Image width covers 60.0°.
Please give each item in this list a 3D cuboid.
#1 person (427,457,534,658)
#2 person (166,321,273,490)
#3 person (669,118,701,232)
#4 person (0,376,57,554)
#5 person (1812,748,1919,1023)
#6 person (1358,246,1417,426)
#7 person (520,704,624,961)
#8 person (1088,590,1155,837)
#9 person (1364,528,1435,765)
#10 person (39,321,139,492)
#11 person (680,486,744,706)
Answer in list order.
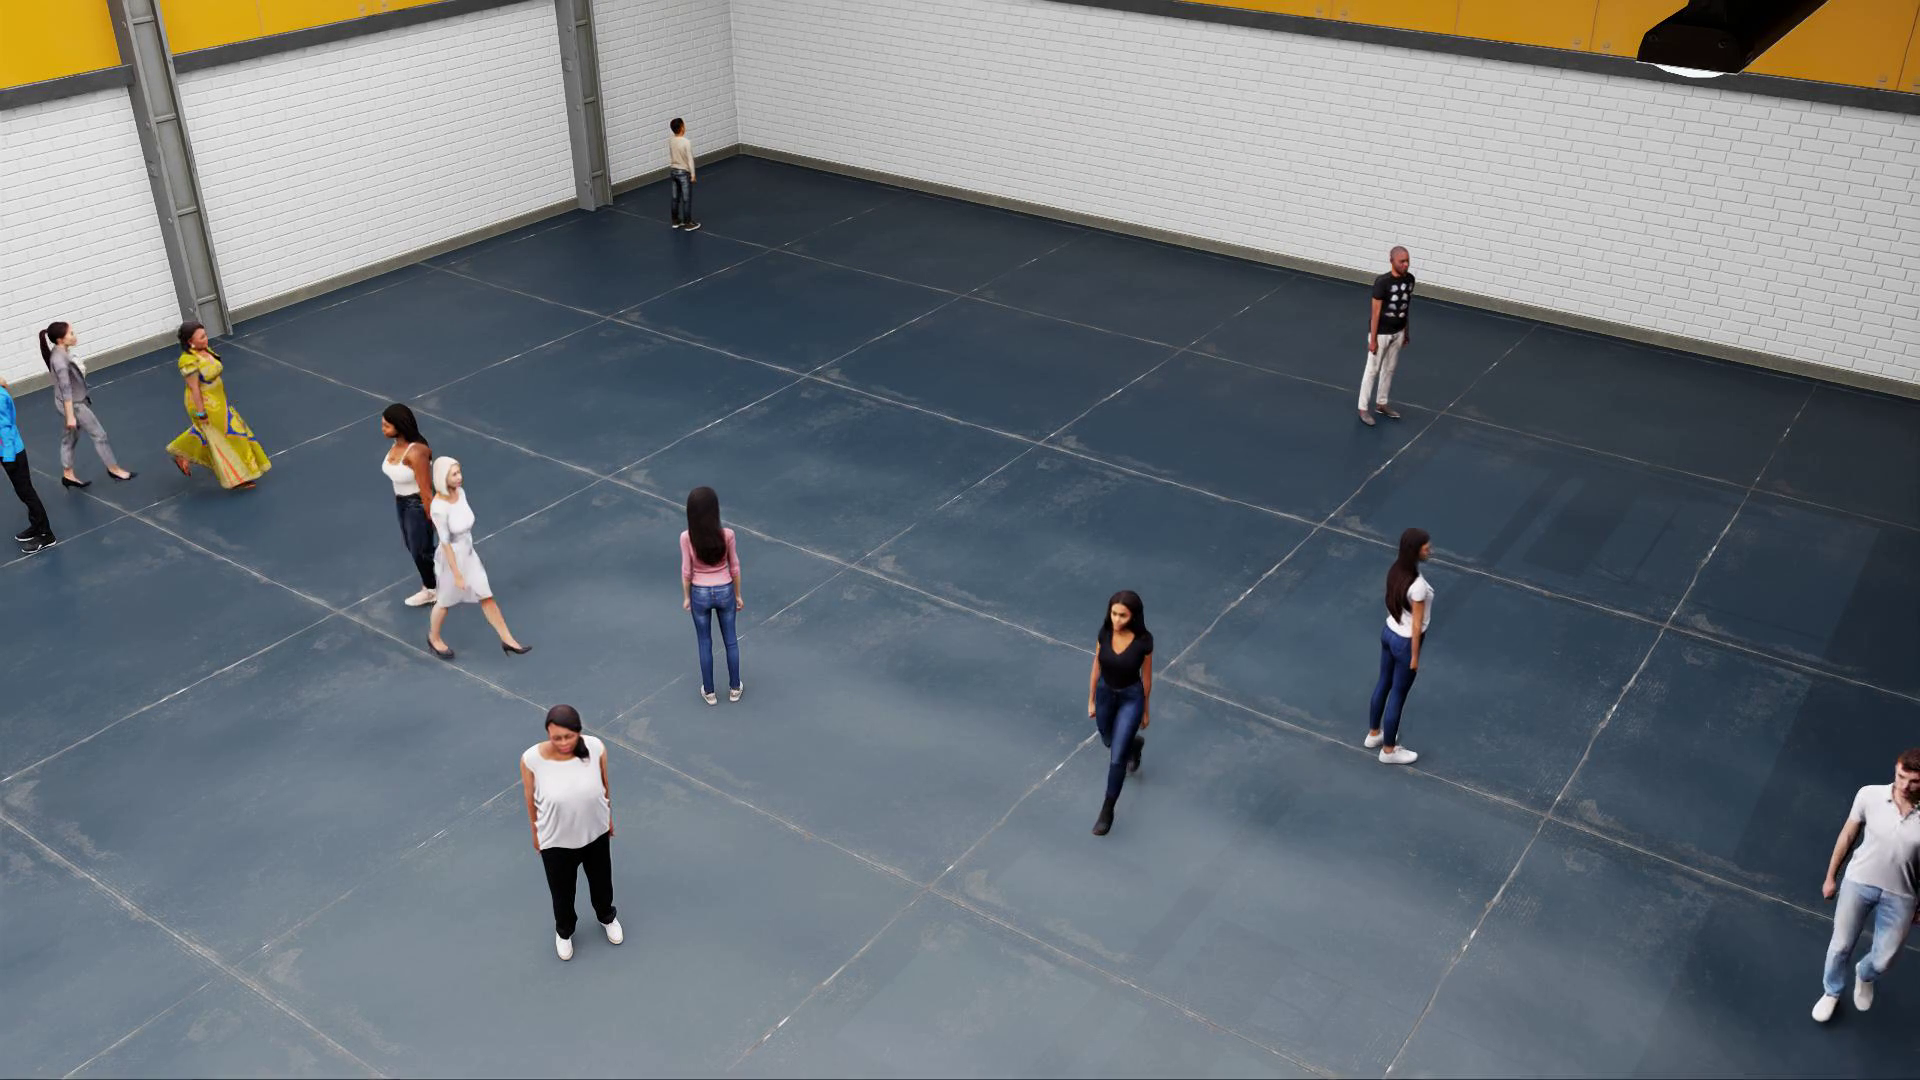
[{"bbox_3d":[-3.881,0.178,12.571,0.922,1.698,1.096,7,29,12],"label":"person"},{"bbox_3d":[-6.938,-1.211,15.179,1.272,1.638,1.246,-3,29,-5],"label":"person"},{"bbox_3d":[-3.703,-4.846,22.034,0.553,1.456,0.481,17,33,28],"label":"person"},{"bbox_3d":[-8.089,-0.748,14.165,0.640,1.797,0.681,-19,34,-31],"label":"person"},{"bbox_3d":[5.139,1.901,9.268,0.658,1.837,0.666,19,34,30],"label":"person"},{"bbox_3d":[4.258,-2.067,16.575,0.701,1.805,0.812,-14,32,-24],"label":"person"},{"bbox_3d":[-2.270,1.692,9.805,0.719,1.688,0.818,-12,31,-21],"label":"person"},{"bbox_3d":[1.085,1.048,10.958,0.674,1.714,1.105,13,31,23],"label":"person"},{"bbox_3d":[3.041,0.725,11.487,0.720,1.775,0.658,-5,29,-8],"label":"person"},{"bbox_3d":[-8.129,-1.170,15.100,1.031,1.643,0.946,-17,33,-29],"label":"person"},{"bbox_3d":[-1.808,0.403,12.113,0.640,1.742,0.707,-6,29,-11],"label":"person"}]
